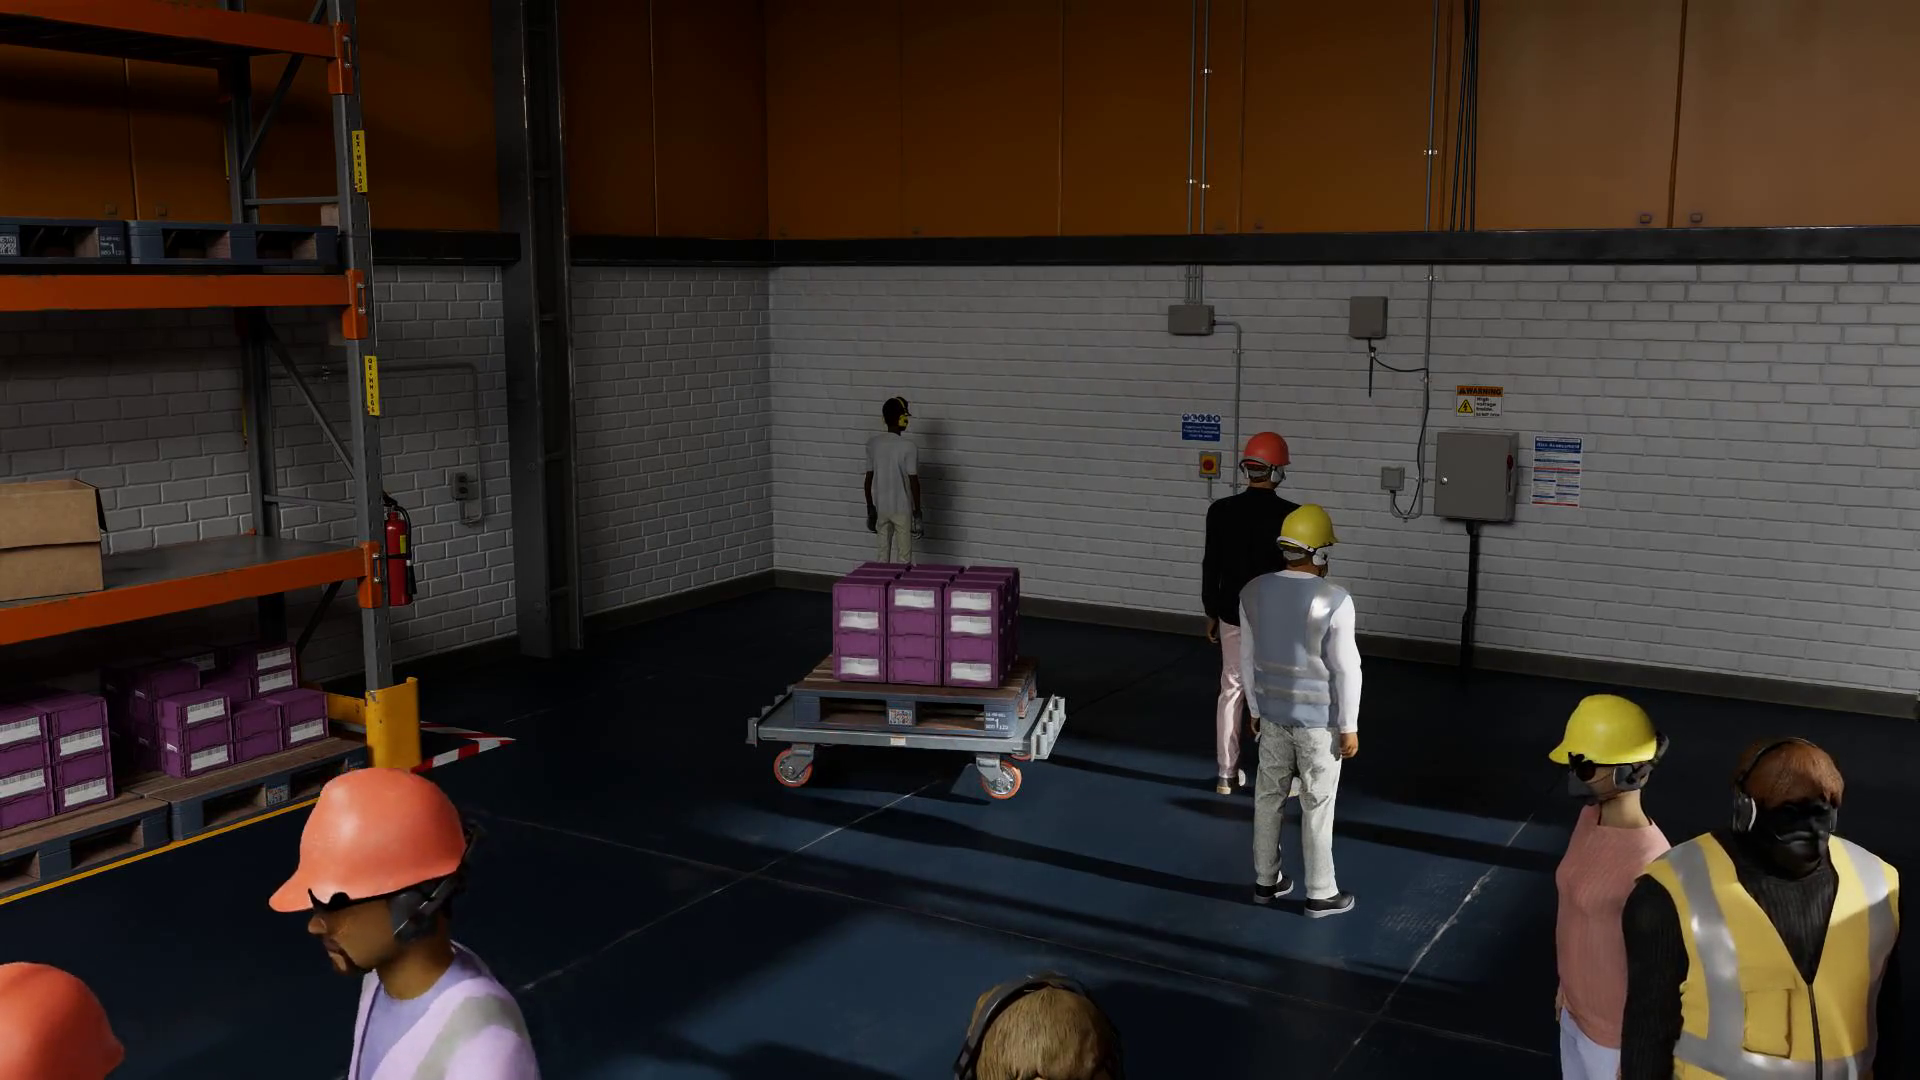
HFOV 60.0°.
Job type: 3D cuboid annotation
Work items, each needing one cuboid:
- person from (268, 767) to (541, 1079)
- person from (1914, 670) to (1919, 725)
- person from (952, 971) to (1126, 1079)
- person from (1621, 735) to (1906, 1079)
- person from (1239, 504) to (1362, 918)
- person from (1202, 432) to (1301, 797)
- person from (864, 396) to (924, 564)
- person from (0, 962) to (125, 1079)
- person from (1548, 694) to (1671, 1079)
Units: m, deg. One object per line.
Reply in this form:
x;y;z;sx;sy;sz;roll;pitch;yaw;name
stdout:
-0.956;1.378;2.874;0.624;2.018;0.615;-5;10;-28;person
4.684;0.728;7.539;1.007;1.813;0.678;-7;12;-39;person
0.102;1.513;2.295;0.629;1.940;0.372;-6;11;-32;person
1.814;1.331;3.780;0.621;1.836;0.430;0;9;-2;person
1.522;0.751;7.381;0.589;1.833;0.404;9;12;43;person
1.622;0.408;9.015;0.622;1.992;0.397;5;11;30;person
-0.514;-0.203;13.225;0.538;1.869;0.313;6;11;31;person
-1.262;1.522;2.304;0.568;1.913;0.702;1;9;6;person
1.673;1.268;4.369;0.321;1.766;0.535;0;9;2;person
